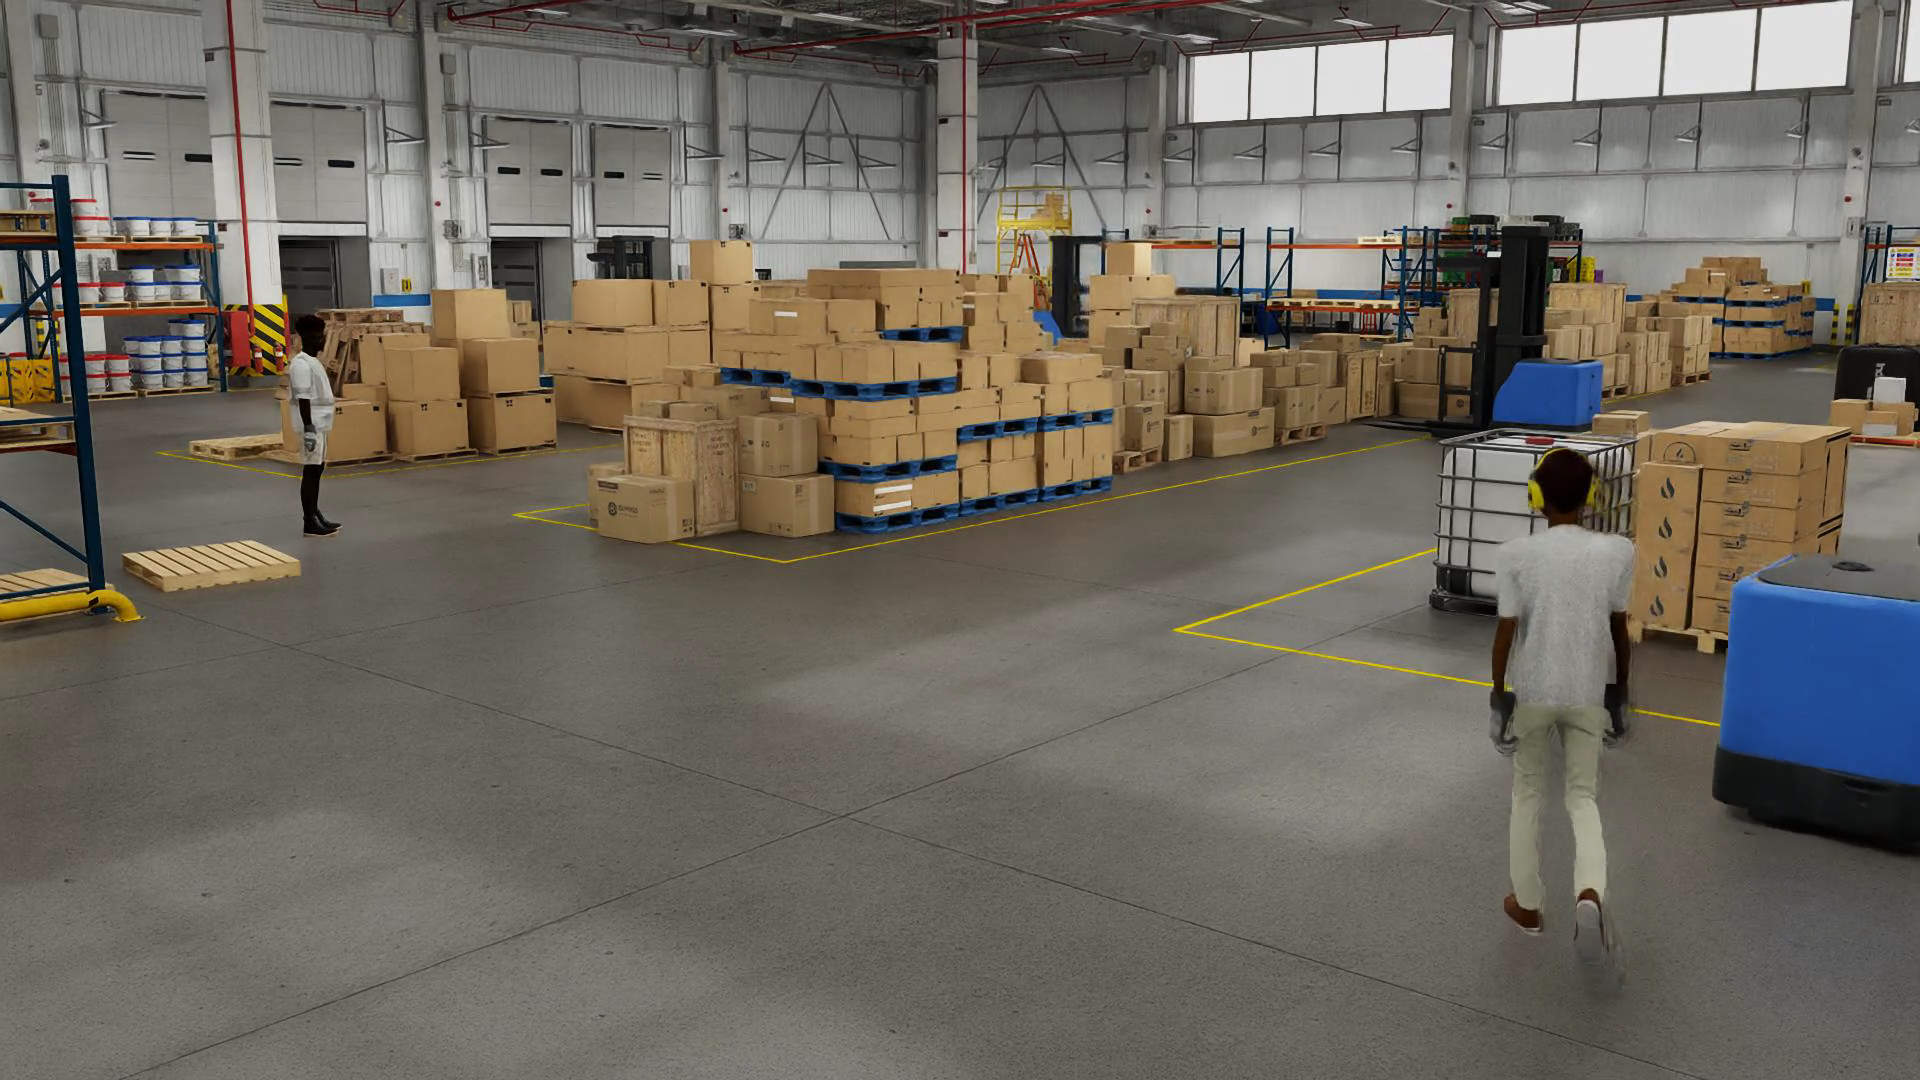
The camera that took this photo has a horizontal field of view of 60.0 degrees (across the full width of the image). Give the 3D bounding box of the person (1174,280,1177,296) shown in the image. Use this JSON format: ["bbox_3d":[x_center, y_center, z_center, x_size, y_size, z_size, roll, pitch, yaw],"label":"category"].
[{"bbox_3d":[4.540,-4.819,36.603,0.834,1.913,0.637,4,11,24],"label":"person"}]

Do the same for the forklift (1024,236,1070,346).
[{"bbox_3d":[2.319,-5.644,38.527,1.873,2.768,1.129,2,10,12],"label":"forklift"}]

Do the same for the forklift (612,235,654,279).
[{"bbox_3d":[-7.300,-5.450,37.421,1.873,2.768,1.129,8,13,40],"label":"forklift"}]

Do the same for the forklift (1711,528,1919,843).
[{"bbox_3d":[4.409,-0.116,7.055,1.873,2.768,1.129,8,13,40],"label":"forklift"}]

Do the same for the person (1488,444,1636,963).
[{"bbox_3d":[2.174,0.587,5.989,0.529,1.852,0.674,1,10,8],"label":"person"}]

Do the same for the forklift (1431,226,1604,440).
[{"bbox_3d":[7.339,-2.688,21.696,1.873,2.768,1.129,8,13,40],"label":"forklift"}]

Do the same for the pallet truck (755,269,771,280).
[{"bbox_3d":[-4.996,-6.432,45.525,1.885,1.965,0.823,-6,12,-32],"label":"pallet truck"}]

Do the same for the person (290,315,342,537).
[{"bbox_3d":[-5.723,-1.010,14.741,0.361,1.963,0.613,-2,10,-12],"label":"person"}]
